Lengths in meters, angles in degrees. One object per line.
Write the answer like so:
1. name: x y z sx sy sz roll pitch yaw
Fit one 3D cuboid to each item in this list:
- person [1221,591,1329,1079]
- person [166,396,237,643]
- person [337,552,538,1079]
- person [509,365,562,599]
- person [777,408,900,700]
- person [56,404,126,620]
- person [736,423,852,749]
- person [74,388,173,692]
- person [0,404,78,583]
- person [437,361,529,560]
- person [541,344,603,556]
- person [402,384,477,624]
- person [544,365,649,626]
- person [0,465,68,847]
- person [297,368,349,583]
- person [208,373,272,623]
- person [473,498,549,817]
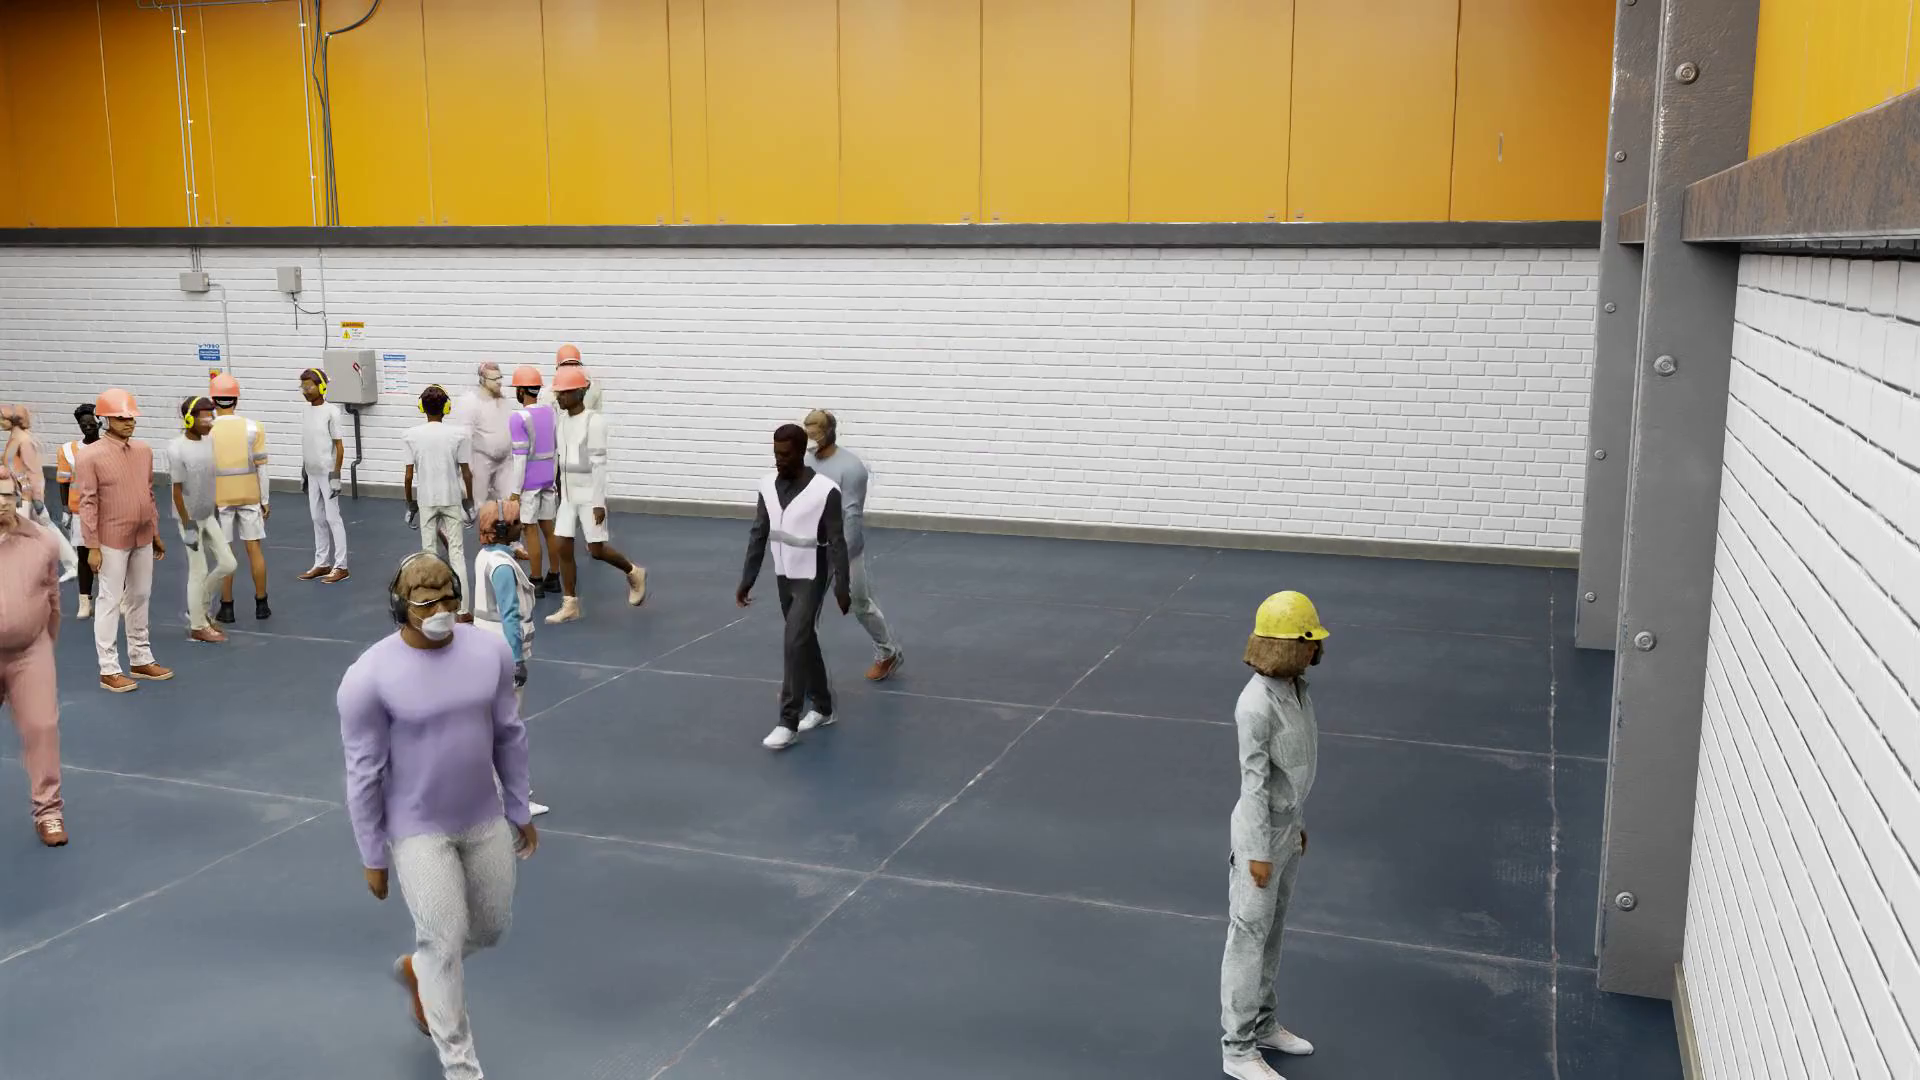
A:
1. person: 1.115 1.033 5.839 0.303 1.745 0.483 6 11 29
2. person: -5.540 -0.139 12.161 0.426 1.840 0.555 2 10 10
3. person: -1.799 0.969 5.693 0.756 1.922 0.635 9 13 41
4. person: -3.561 -0.482 13.824 0.361 1.935 0.553 4 11 24
5. person: -0.789 0.064 10.900 0.626 1.898 0.998 7 12 36
6. person: -6.774 -0.225 13.059 0.534 1.697 0.318 -5 11 -25
7. person: -1.029 0.264 9.785 0.620 1.881 0.876 9 13 40
8. person: -5.516 -0.009 10.999 0.397 1.992 0.623 3 11 17
9. person: -7.984 -0.372 14.200 0.886 1.594 0.526 -7 12 -35
10. person: -4.446 -0.739 15.499 0.872 1.868 0.686 5 11 27
11. person: -3.653 -0.842 15.692 0.621 1.992 0.397 -7 12 -34
12. person: -3.988 -0.259 12.759 0.533 1.871 0.320 -2 10 -13
13. person: -2.863 -0.362 12.939 0.616 2.015 0.831 8 13 39
14. person: -4.783 0.541 8.265 0.630 1.873 0.930 -9 13 -40
15. person: -5.569 -0.560 14.469 0.509 1.867 0.328 6 12 32
16. person: -5.651 -0.322 12.922 0.542 1.938 0.357 -6 12 -30
17. person: -2.342 0.599 8.568 0.310 1.642 0.514 -5 11 -27
